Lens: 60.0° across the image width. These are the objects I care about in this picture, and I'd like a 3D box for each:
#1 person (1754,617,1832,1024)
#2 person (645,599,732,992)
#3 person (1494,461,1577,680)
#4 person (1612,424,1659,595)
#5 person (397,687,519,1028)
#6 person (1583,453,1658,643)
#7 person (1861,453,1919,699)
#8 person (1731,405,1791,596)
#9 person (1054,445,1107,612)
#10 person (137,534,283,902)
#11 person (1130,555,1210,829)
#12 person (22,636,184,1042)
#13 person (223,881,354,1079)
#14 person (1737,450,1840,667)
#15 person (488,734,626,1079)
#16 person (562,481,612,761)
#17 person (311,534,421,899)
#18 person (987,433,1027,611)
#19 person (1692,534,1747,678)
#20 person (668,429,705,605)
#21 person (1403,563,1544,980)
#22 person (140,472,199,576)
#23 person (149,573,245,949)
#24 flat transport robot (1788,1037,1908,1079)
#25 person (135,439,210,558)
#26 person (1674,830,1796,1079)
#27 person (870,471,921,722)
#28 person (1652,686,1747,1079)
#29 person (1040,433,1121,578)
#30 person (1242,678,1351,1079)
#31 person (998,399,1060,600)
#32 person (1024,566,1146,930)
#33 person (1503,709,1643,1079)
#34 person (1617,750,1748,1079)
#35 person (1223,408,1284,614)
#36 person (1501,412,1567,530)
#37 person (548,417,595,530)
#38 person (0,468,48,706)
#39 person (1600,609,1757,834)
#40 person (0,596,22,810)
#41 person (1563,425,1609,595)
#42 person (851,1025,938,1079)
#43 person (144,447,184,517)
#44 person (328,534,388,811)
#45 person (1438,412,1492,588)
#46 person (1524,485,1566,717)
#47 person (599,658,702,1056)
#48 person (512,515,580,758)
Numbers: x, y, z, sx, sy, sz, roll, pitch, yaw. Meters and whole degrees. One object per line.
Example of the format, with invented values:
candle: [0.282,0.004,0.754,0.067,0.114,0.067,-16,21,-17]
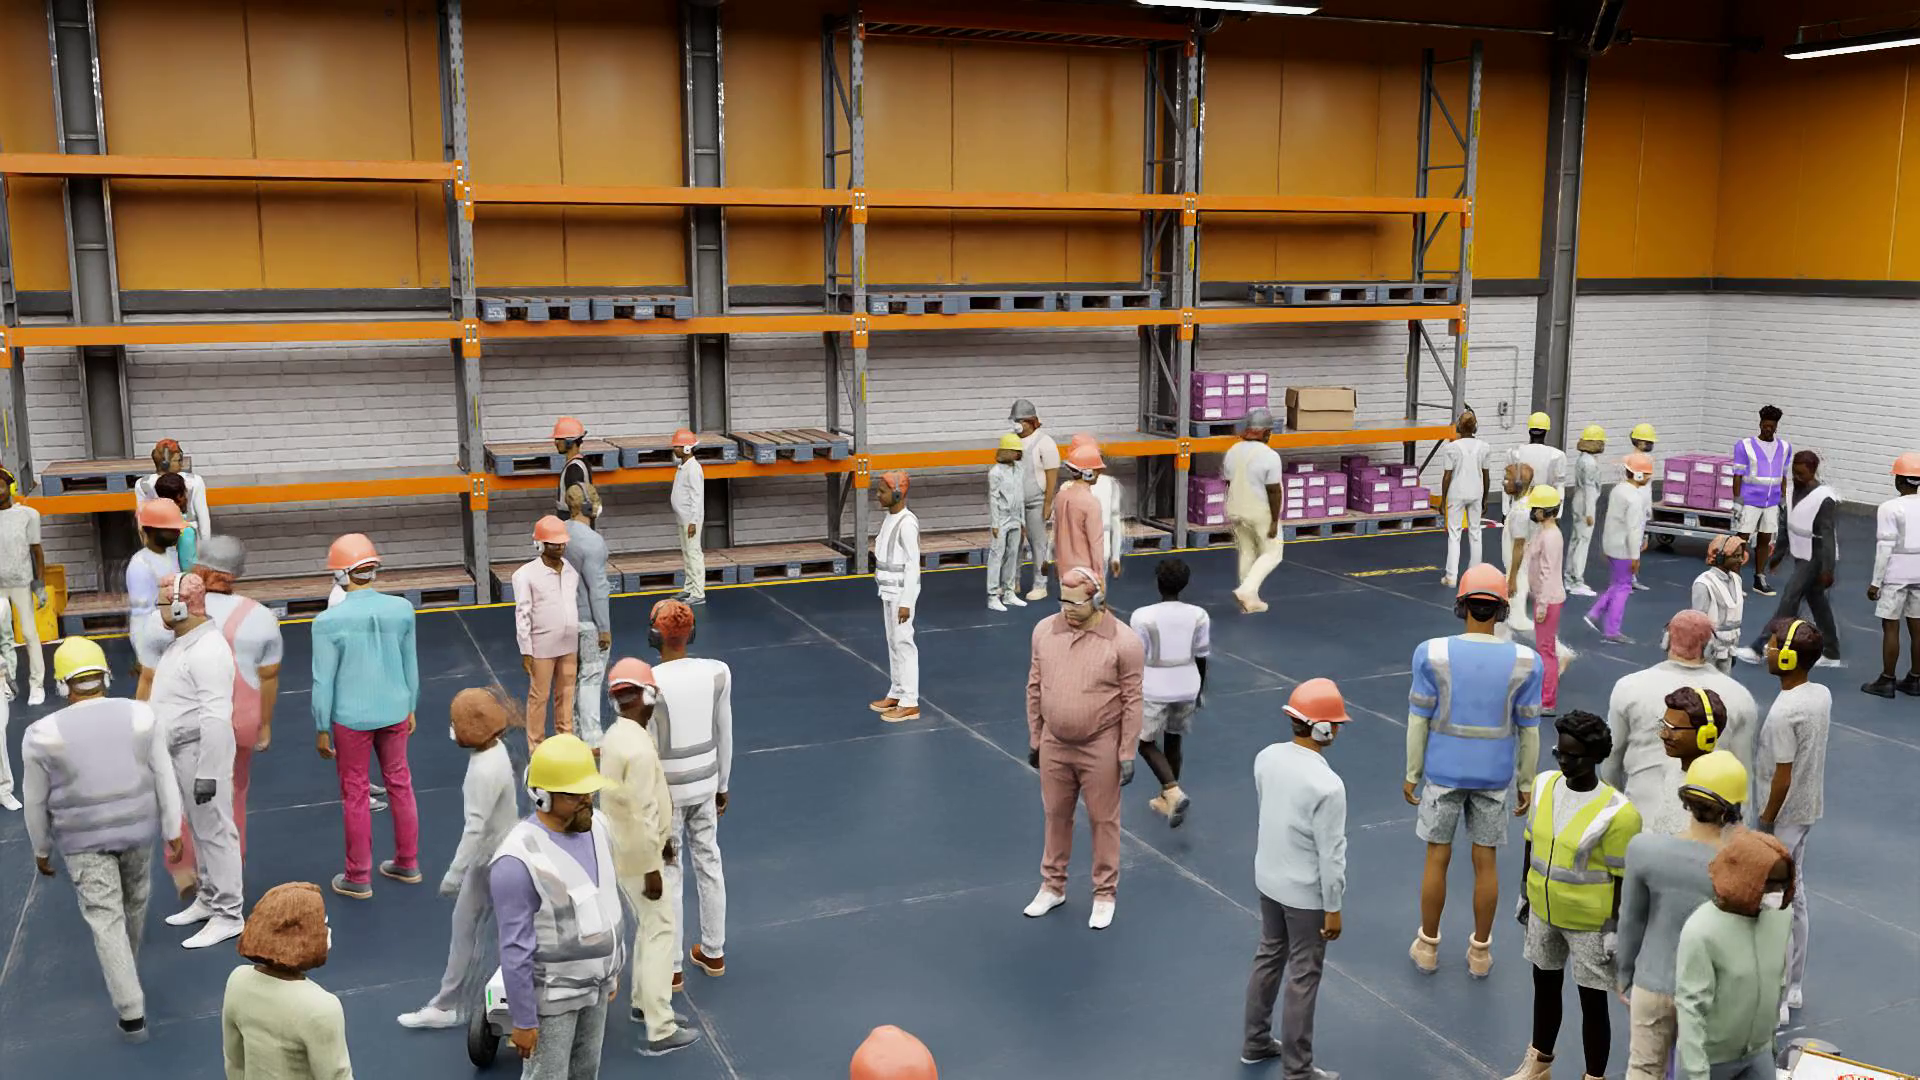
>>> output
person: [3.740,1.270,7.589,0.328,1.872,0.510,9,13,43]
person: [-1.342,1.207,7.919,0.574,1.882,0.356,-9,13,-41]
person: [4.602,0.275,13.467,0.733,1.827,0.509,3,10,18]
person: [6.952,-0.321,17.087,0.533,1.759,0.344,-8,12,-38]
person: [-2.095,1.435,7.453,0.812,1.588,0.505,-4,11,-23]
person: [5.948,0.073,14.878,0.452,1.728,0.610,1,10,3]
person: [7.402,0.282,13.084,0.543,1.939,0.371,-2,10,-9]
person: [8.152,-0.400,16.948,0.600,1.960,0.374,-1,10,-5]
person: [0.967,0.244,13.141,0.382,1.995,0.612,-6,11,-29]
person: [-4.038,0.947,8.960,0.765,2.000,0.576,-7,12,-34]
person: [1.286,0.930,10.085,0.538,1.674,0.606,-3,10,-19]
person: [-3.917,1.313,7.580,0.600,1.779,0.920,-9,13,-41]
person: [-2.004,1.828,5.053,0.505,1.631,0.281,6,11,30]
person: [6.987,0.166,13.955,0.993,1.851,0.648,1,10,5]
person: [-1.399,1.575,5.936,0.403,1.830,0.601,4,10,20]
person: [-2.593,0.556,11.499,0.355,1.939,0.637,-8,13,-39]
person: [-3.243,0.953,9.087,0.407,1.987,0.615,8,13,40]
person: [0.474,-0.182,16.322,0.312,1.742,0.488,8,13,40]
person: [5.060,0.768,11.173,0.514,1.634,0.312,-7,12,-36]
person: [-2.723,-0.233,16.579,0.329,1.751,0.568,-4,11,-23]
person: [2.462,1.115,8.035,0.614,2.029,0.405,1,10,8]
person: [-5.689,0.465,12.080,0.598,1.918,0.378,7,12,34]
person: [-3.888,1.104,8.450,0.409,1.906,0.639,-7,12,-34]
flat transport robot: [3.346,2.295,6.285,0.652,0.197,1.431,7,12,37]
person: [-6.862,0.054,14.562,0.573,1.883,0.356,-3,10,-18]
person: [2.629,1.758,5.533,0.539,1.605,0.737,-4,10,-20]
person: [-0.474,0.414,12.479,0.343,1.882,0.585,-3,10,-17]
person: [2.780,1.474,6.414,0.315,1.870,0.532,-1,10,-7]
person: [0.977,0.113,13.879,0.616,2.004,0.907,-10,14,-44]
person: [1.450,1.434,7.016,0.372,1.740,0.564,-4,11,-22]
person: [0.631,-0.414,16.801,0.688,2.000,0.536,8,13,40]
person: [0.625,1.071,8.654,0.643,1.900,0.400,5,11,28]
person: [2.470,1.507,6.718,0.320,1.698,0.531,-6,11,-30]
person: [2.620,1.611,5.956,0.534,1.758,0.345,8,12,38]
person: [2.830,-0.270,15.969,0.632,2.000,0.691,-7,12,-37]
person: [5.715,-0.315,16.596,0.588,1.920,0.395,4,11,20]
person: [-3.463,-0.083,14.885,0.381,2.041,0.616,-1,10,-8]
person: [-7.331,0.363,12.828,0.532,1.865,0.310,-2,10,-10]
person: [3.334,1.234,7.843,0.630,1.843,0.996,1,10,5]
person: [-6.124,0.910,10.326,0.307,1.641,0.512,9,13,43]
person: [6.450,-0.303,17.081,0.346,1.734,0.544,1,10,7]
person: [-0.138,1.972,3.883,0.563,1.750,0.326,-8,13,-38]
person: [-6.883,0.086,14.484,0.517,1.841,0.324,7,12,36]
person: [-3.788,0.823,10.497,0.341,1.749,0.572,-3,10,-15]
person: [5.266,-0.417,17.378,0.504,1.847,0.345,0,10,0]
person: [4.405,0.458,12.595,0.340,1.757,0.518,3,10,15]
person: [-1.417,1.391,7.420,0.353,1.697,0.616,-3,10,-19]
person: [-2.730,0.699,11.211,0.327,1.752,0.562,7,12,37]
